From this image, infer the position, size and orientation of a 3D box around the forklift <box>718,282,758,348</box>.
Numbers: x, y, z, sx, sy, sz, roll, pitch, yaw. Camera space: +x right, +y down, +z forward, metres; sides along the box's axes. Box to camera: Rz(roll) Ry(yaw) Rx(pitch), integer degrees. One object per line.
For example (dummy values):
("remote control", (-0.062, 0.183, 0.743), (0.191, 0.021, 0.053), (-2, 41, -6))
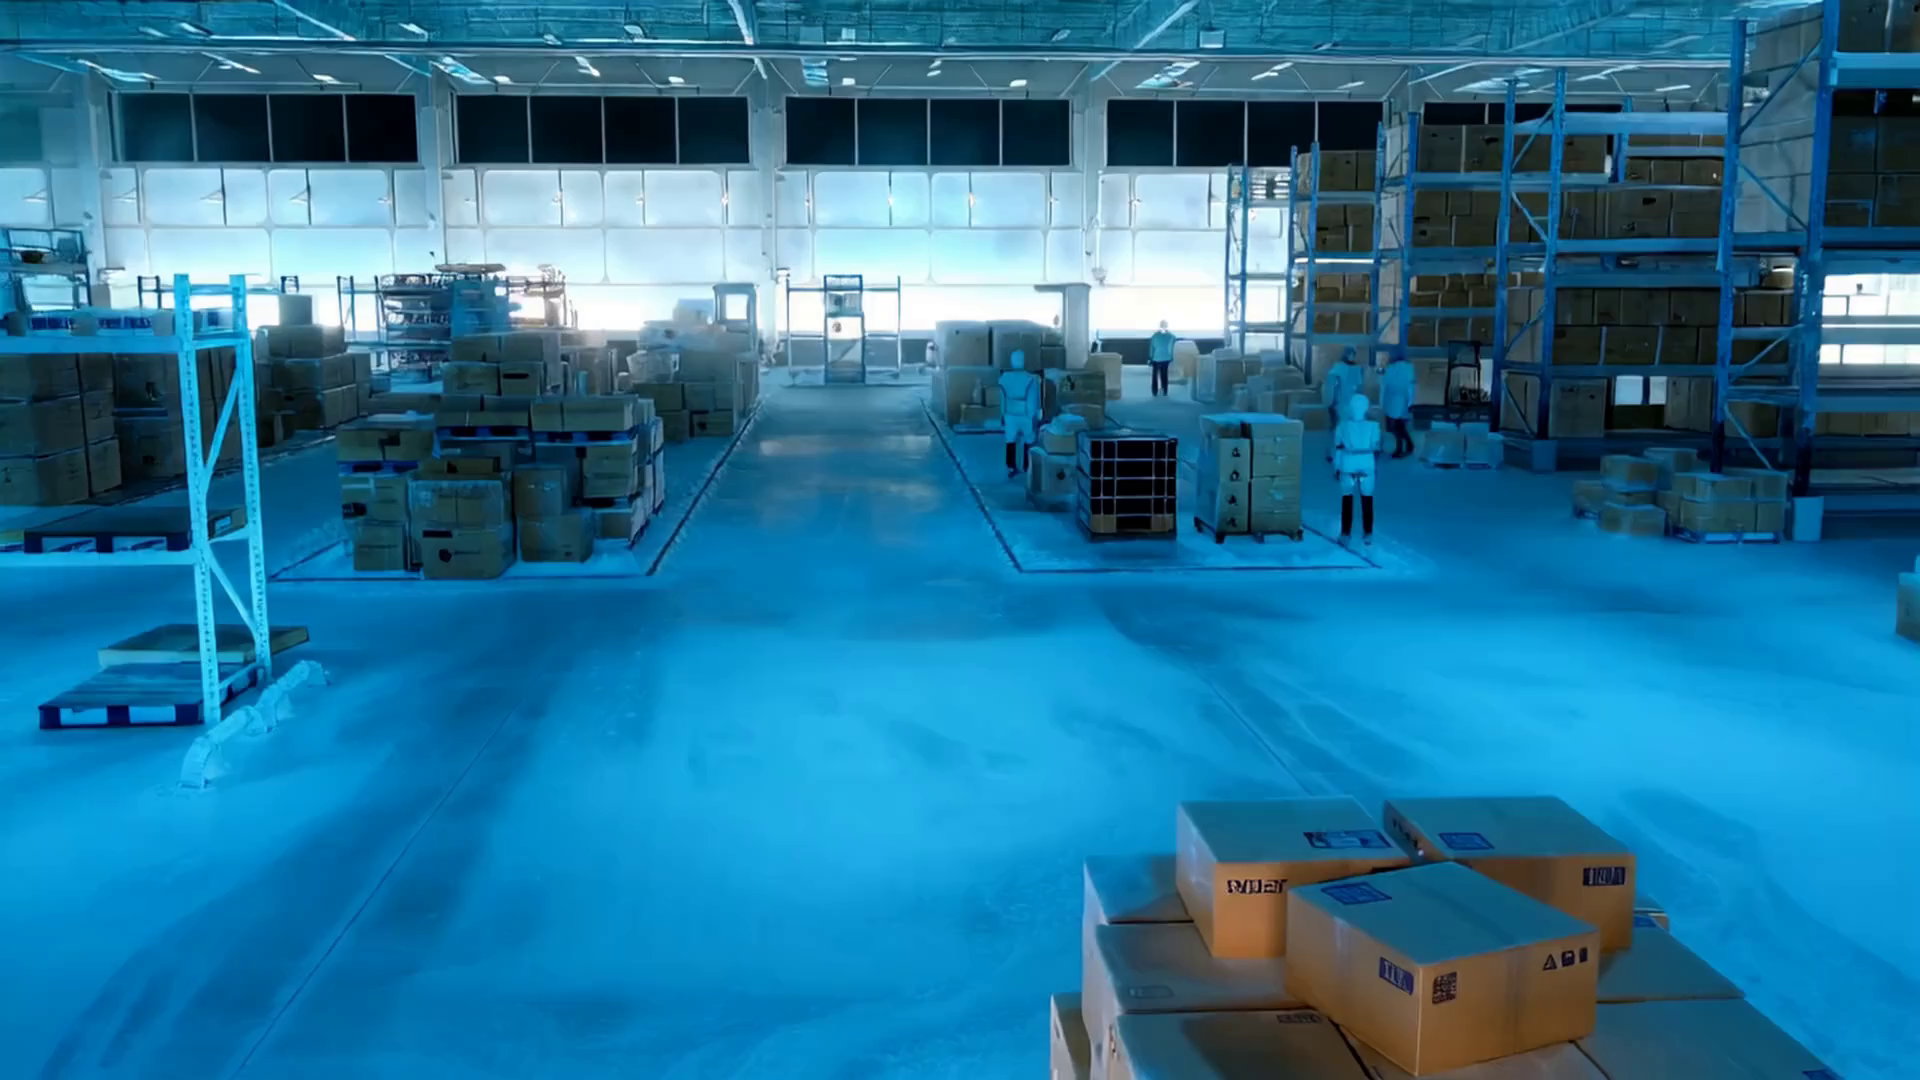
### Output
("forklift", (-6.056, -5.590, 45.133), (1.129, 2.768, 1.873), (-1, 9, -4))

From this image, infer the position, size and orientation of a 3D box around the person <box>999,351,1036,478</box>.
("person", (0.895, -1.892, 25.000), (0.623, 1.894, 0.707), (4, 10, 24))

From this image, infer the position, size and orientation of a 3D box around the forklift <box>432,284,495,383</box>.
("forklift", (-10.647, -4.218, 36.513), (1.873, 2.768, 1.129), (7, 11, 36))

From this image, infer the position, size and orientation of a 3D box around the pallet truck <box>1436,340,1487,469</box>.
("pallet truck", (8.004, -2.170, 26.422), (0.823, 1.965, 1.885), (2, 9, 14))

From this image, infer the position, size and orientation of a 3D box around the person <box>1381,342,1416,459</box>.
("person", (7.177, -2.292, 27.371), (0.480, 1.935, 0.649), (-4, 10, -24))

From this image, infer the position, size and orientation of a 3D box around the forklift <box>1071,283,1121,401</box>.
("forklift", (2.880, -4.745, 39.827), (1.873, 2.768, 1.129), (-1, 9, -4))

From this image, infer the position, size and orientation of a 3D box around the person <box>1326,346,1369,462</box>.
("person", (6.246, -2.148, 26.615), (0.658, 1.885, 1.000), (-4, 10, -24))

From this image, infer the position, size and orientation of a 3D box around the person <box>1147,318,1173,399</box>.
("person", (4.887, -4.423, 40.621), (0.661, 1.979, 0.590), (2, 9, 14))

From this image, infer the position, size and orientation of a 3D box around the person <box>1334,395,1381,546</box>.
("person", (4.438, -0.776, 18.608), (0.532, 1.697, 0.319), (-1, 9, -5))
